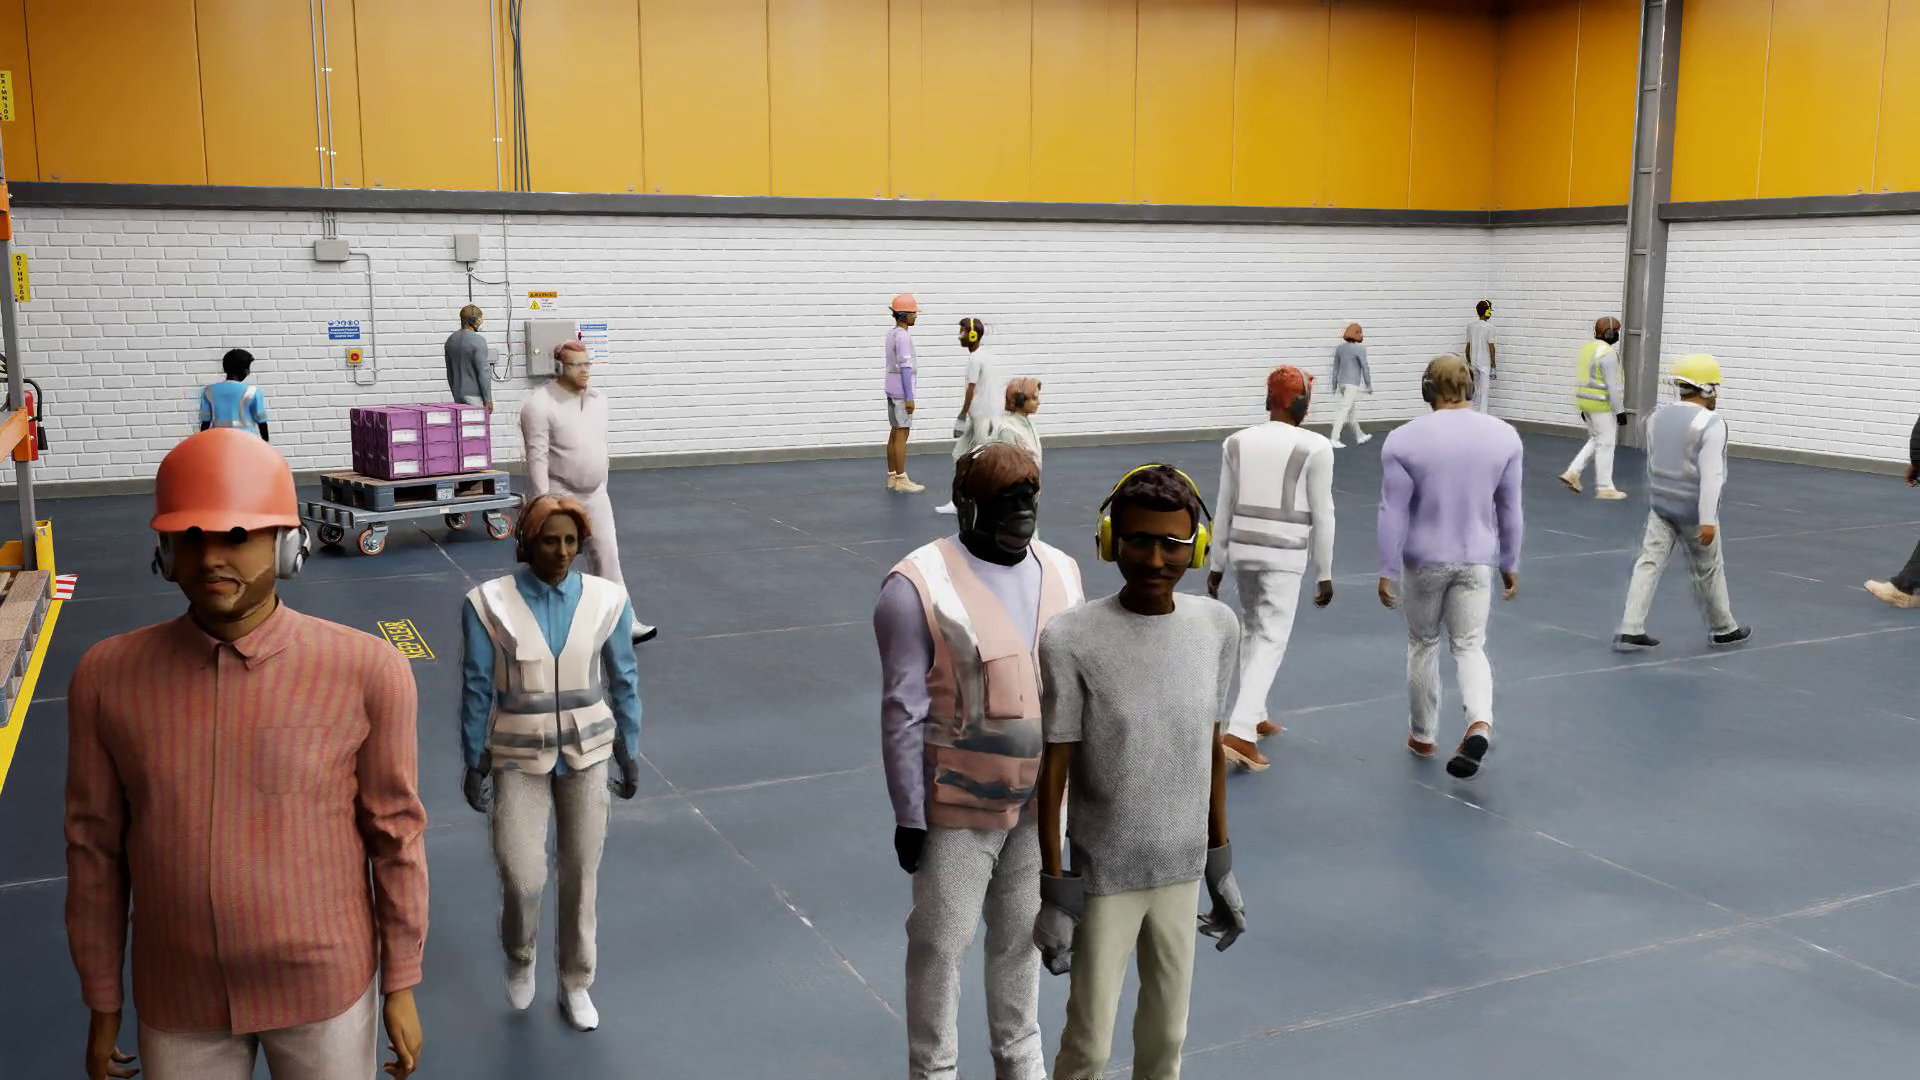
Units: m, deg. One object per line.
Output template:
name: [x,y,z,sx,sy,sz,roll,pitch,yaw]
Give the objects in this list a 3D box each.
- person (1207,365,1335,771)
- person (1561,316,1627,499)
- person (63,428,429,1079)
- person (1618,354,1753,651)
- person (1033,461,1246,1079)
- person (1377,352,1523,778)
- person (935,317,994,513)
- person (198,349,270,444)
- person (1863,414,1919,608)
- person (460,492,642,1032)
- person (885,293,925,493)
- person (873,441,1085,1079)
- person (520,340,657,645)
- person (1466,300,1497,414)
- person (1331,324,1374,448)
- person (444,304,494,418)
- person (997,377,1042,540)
person: [1.391,0.125,7.724,0.604,1.850,0.876,8,12,40]
person: [6.409,-1.316,16.618,0.525,1.832,0.660,0,9,1]
person: [-1.268,0.794,2.992,0.611,1.997,0.375,-2,9,-10]
person: [4.343,-0.212,9.904,0.919,1.783,0.612,-4,10,-21]
person: [0.402,0.754,3.662,0.521,1.863,0.319,-4,10,-25]
person: [2.207,0.121,7.444,0.657,1.914,0.807,1,9,4]
person: [0.057,-1.119,15.331,0.782,1.841,0.524,0,9,1]
person: [-5.955,-0.743,13.626,0.544,1.640,0.842,1,9,7]
person: [6.674,-0.556,11.236,1.034,2.000,0.705,0,9,3]
person: [-1.196,0.665,4.924,0.532,1.623,0.362,-4,10,-25]
person: [-0.579,-1.507,17.121,0.381,2.045,0.605,-3,10,-16]
person: [0.090,0.665,4.273,0.620,1.845,0.429,-6,11,-34]
person: [-2.303,-0.265,10.014,1.008,1.850,0.676,7,12,38]
person: [7.387,-2.454,23.536,0.328,1.872,0.510,-6,11,-33]
person: [5.104,-1.995,21.533,0.851,1.590,0.500,-5,10,-29]
person: [-5.053,-1.466,17.218,0.627,1.933,0.371,7,11,37]
person: [0.302,-0.221,10.464,0.526,1.623,0.522,3,10,19]
